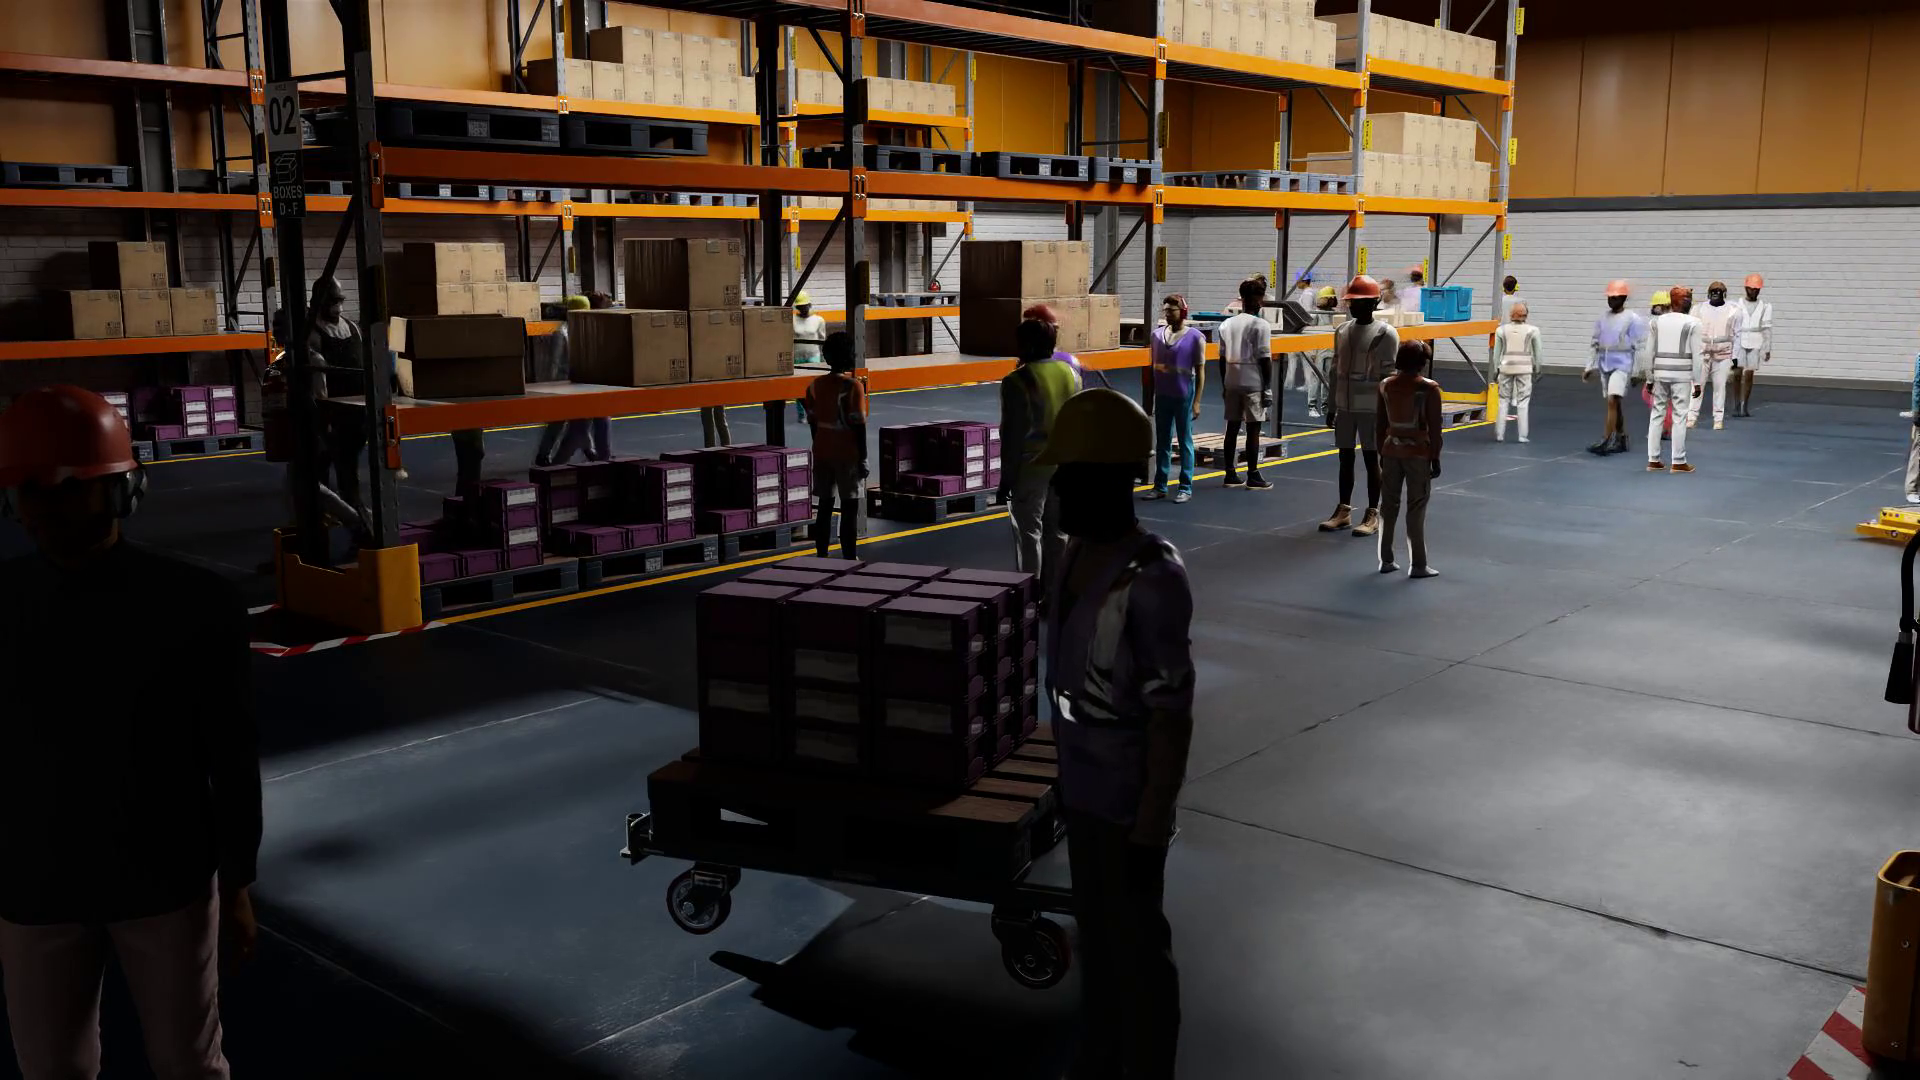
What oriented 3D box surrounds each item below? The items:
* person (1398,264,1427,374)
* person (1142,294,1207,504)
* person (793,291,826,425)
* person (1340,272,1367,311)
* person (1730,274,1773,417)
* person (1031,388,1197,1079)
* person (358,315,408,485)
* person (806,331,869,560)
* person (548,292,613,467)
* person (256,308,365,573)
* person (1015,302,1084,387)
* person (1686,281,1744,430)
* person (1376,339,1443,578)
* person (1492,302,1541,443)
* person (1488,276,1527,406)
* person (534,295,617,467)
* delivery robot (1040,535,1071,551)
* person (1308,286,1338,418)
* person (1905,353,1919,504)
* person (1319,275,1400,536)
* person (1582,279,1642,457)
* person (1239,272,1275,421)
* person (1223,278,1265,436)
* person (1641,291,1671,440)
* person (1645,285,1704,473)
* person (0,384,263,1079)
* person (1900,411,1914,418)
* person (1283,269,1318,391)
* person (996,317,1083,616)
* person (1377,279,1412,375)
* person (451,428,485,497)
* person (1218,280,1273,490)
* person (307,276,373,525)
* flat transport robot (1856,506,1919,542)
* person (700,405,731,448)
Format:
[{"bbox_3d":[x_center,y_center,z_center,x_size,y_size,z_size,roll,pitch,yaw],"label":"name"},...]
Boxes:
[{"bbox_3d":[6.861,-3.130,24.977,0.461,2.021,0.623,-9,13,-41],"label":"person"},{"bbox_3d":[1.916,-1.250,14.772,0.563,1.847,0.388,9,13,40],"label":"person"},{"bbox_3d":[-1.952,-2.300,21.153,0.561,1.714,0.932,-1,10,-5],"label":"person"},{"bbox_3d":[6.878,-3.771,28.736,0.650,1.980,0.434,-1,10,-6],"label":"person"},{"bbox_3d":[10.472,-2.561,22.068,0.564,1.906,0.809,3,10,15],"label":"person"},{"bbox_3d":[0.358,0.593,4.054,0.386,1.928,0.589,-3,10,-17],"label":"person"},{"bbox_3d":[-5.615,-1.356,15.904,0.535,1.663,0.811,2,10,10],"label":"person"},{"bbox_3d":[-0.811,-0.554,11.242,0.532,1.697,0.319,9,13,41],"label":"person"},{"bbox_3d":[-3.603,-1.434,15.857,0.839,1.856,0.660,-4,11,-20],"label":"person"},{"bbox_3d":[-4.609,-0.731,11.824,0.586,1.858,0.892,9,14,42],"label":"person"},{"bbox_3d":[0.672,-0.629,11.121,0.559,1.903,0.776,-7,12,-35],"label":"person"},{"bbox_3d":[9.391,-2.297,20.751,0.624,1.845,0.430,5,11,28],"label":"person"},{"bbox_3d":[3.081,-0.558,11.430,0.308,1.640,0.511,-8,13,-40],"label":"person"},{"bbox_3d":[6.434,-1.933,19.258,0.523,1.639,0.313,5,11,29],"label":"person"},{"bbox_3d":[7.823,-2.837,23.770,0.520,1.865,0.332,1,10,3],"label":"person"},{"bbox_3d":[-3.956,-1.580,16.847,0.954,1.771,0.623,2,10,9],"label":"person"},{"bbox_3d":[0.816,0.022,10.943,0.707,0.478,0.477,5,11,26],"label":"delivery robot"},{"bbox_3d":[4.888,-2.513,22.258,0.486,1.746,0.290,-6,11,-29],"label":"person"},{"bbox_3d":[8.642,-1.120,14.666,0.509,1.632,0.316,1,10,4],"label":"person"},{"bbox_3d":[3.137,-1.052,13.092,0.370,2.044,0.608,-8,13,-40],"label":"person"},{"bbox_3d":[7.057,-1.865,18.096,0.940,1.900,0.545,-6,12,-30],"label":"person"},{"bbox_3d":[3.866,-2.518,21.735,0.632,1.939,0.368,1,10,7],"label":"person"},{"bbox_3d":[3.462,-2.194,20.020,0.402,1.899,0.636,-8,13,-38],"label":"person"},{"bbox_3d":[8.185,-2.038,19.528,0.433,1.749,0.536,3,10,16],"label":"person"},{"bbox_3d":[7.180,-1.613,16.737,0.339,1.882,0.581,-8,13,-37],"label":"person"},{"bbox_3d":[-1.717,0.685,3.337,0.609,1.995,0.376,-2,10,-12],"label":"person"},{"bbox_3d":[13.077,-2.487,21.970,0.969,1.803,0.515,4,11,20],"label":"person"},{"bbox_3d":[5.291,-3.291,26.175,0.707,1.916,0.640,0,10,2],"label":"person"},{"bbox_3d":[0.446,-0.408,9.994,0.429,1.846,0.626,9,14,43],"label":"person"},{"bbox_3d":[5.733,-2.578,22.331,0.665,1.843,1.049,6,11,30],"label":"person"},{"bbox_3d":[-3.657,-0.736,12.454,0.279,1.633,0.498,-5,11,-28],"label":"person"},{"bbox_3d":[2.686,-1.444,15.562,0.380,1.958,0.602,-8,13,-39],"label":"person"},{"bbox_3d":[-5.111,-1.152,13.668,0.539,2.000,0.689,5,11,26],"label":"person"},{"bbox_3d":[7.760,-0.140,12.943,1.431,0.197,0.652,-5,11,-24],"label":"flat transport robot"},{"bbox_3d":[-2.439,-1.525,16.281,0.532,1.869,0.311,9,14,43],"label":"person"}]
